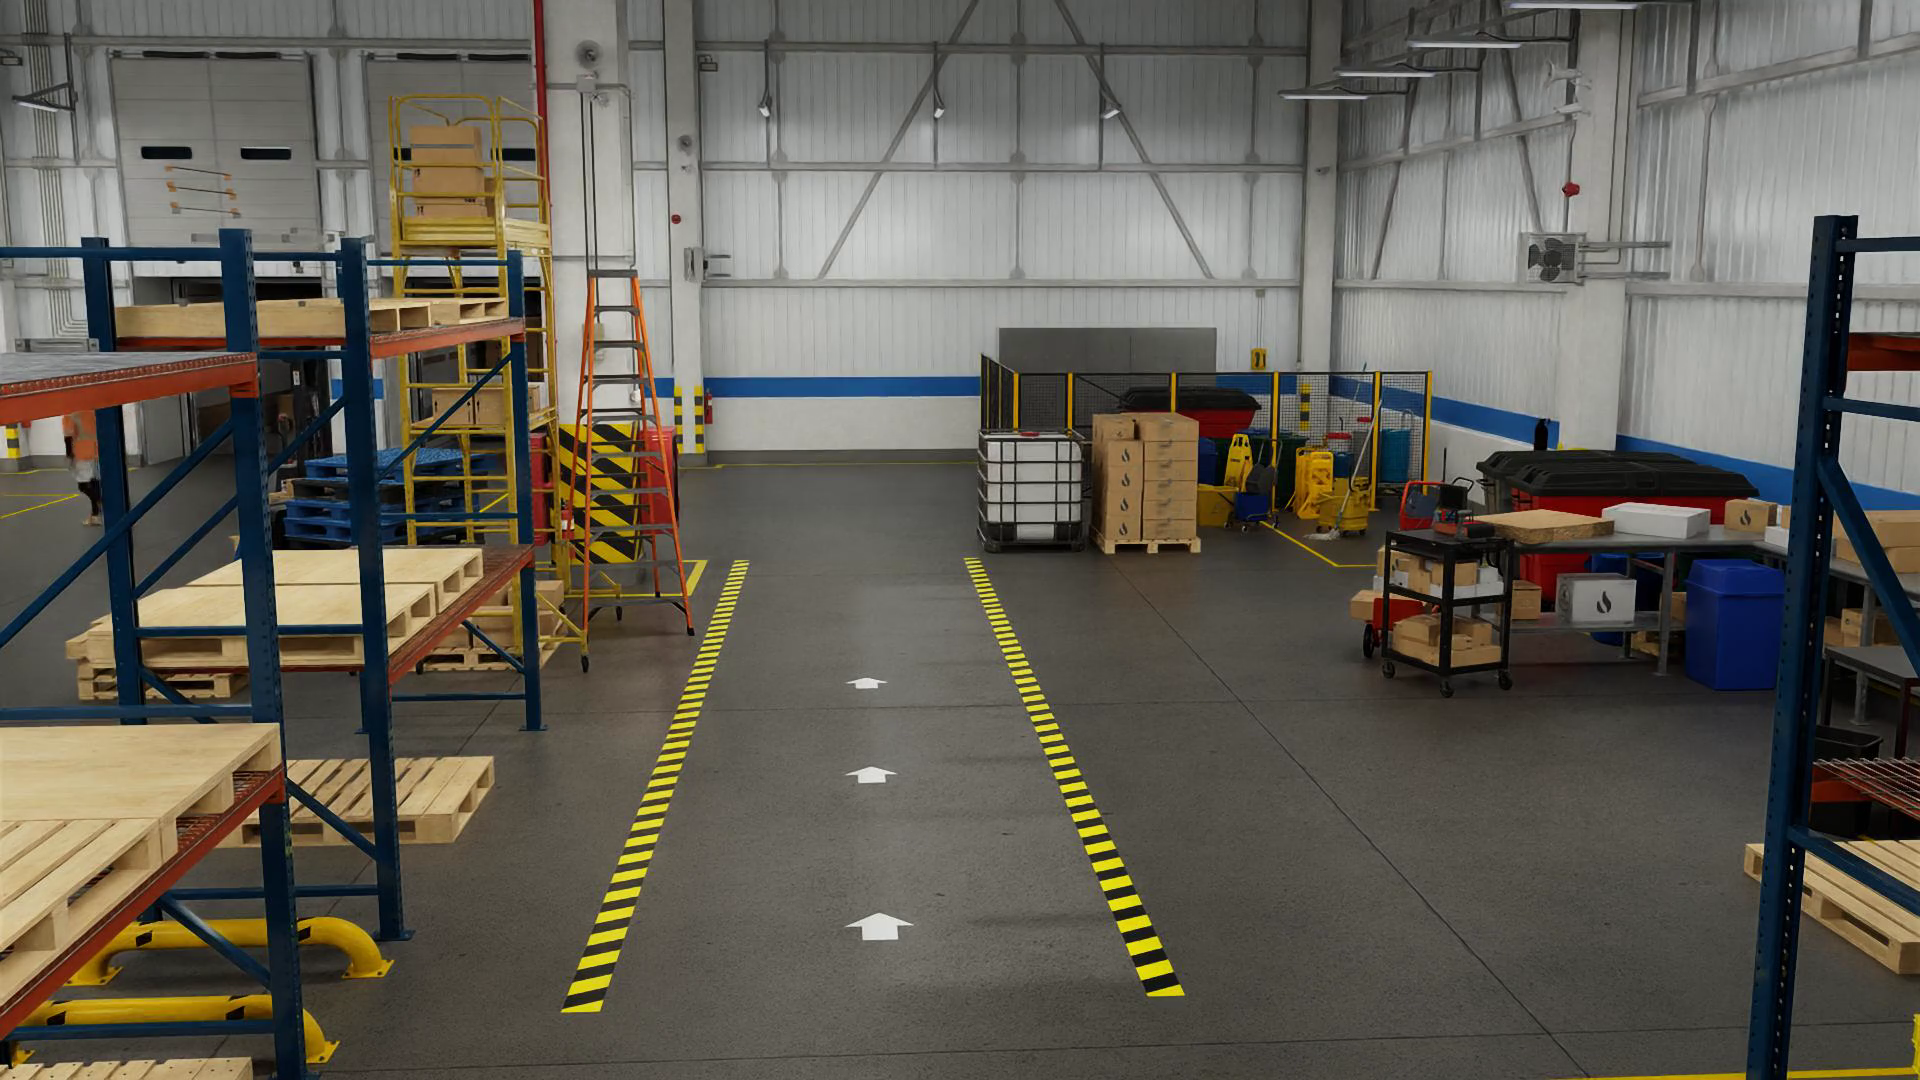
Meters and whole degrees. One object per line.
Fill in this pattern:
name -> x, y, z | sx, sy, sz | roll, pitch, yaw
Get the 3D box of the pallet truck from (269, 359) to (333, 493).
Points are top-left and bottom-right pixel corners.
pallet truck -> -7.062, -1.131, 18.996 | 1.885, 1.965, 0.823 | 2, 9, 13

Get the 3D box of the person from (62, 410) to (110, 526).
person -> -9.870, -0.952, 18.932 | 0.603, 1.669, 0.539 | 5, 10, 27
